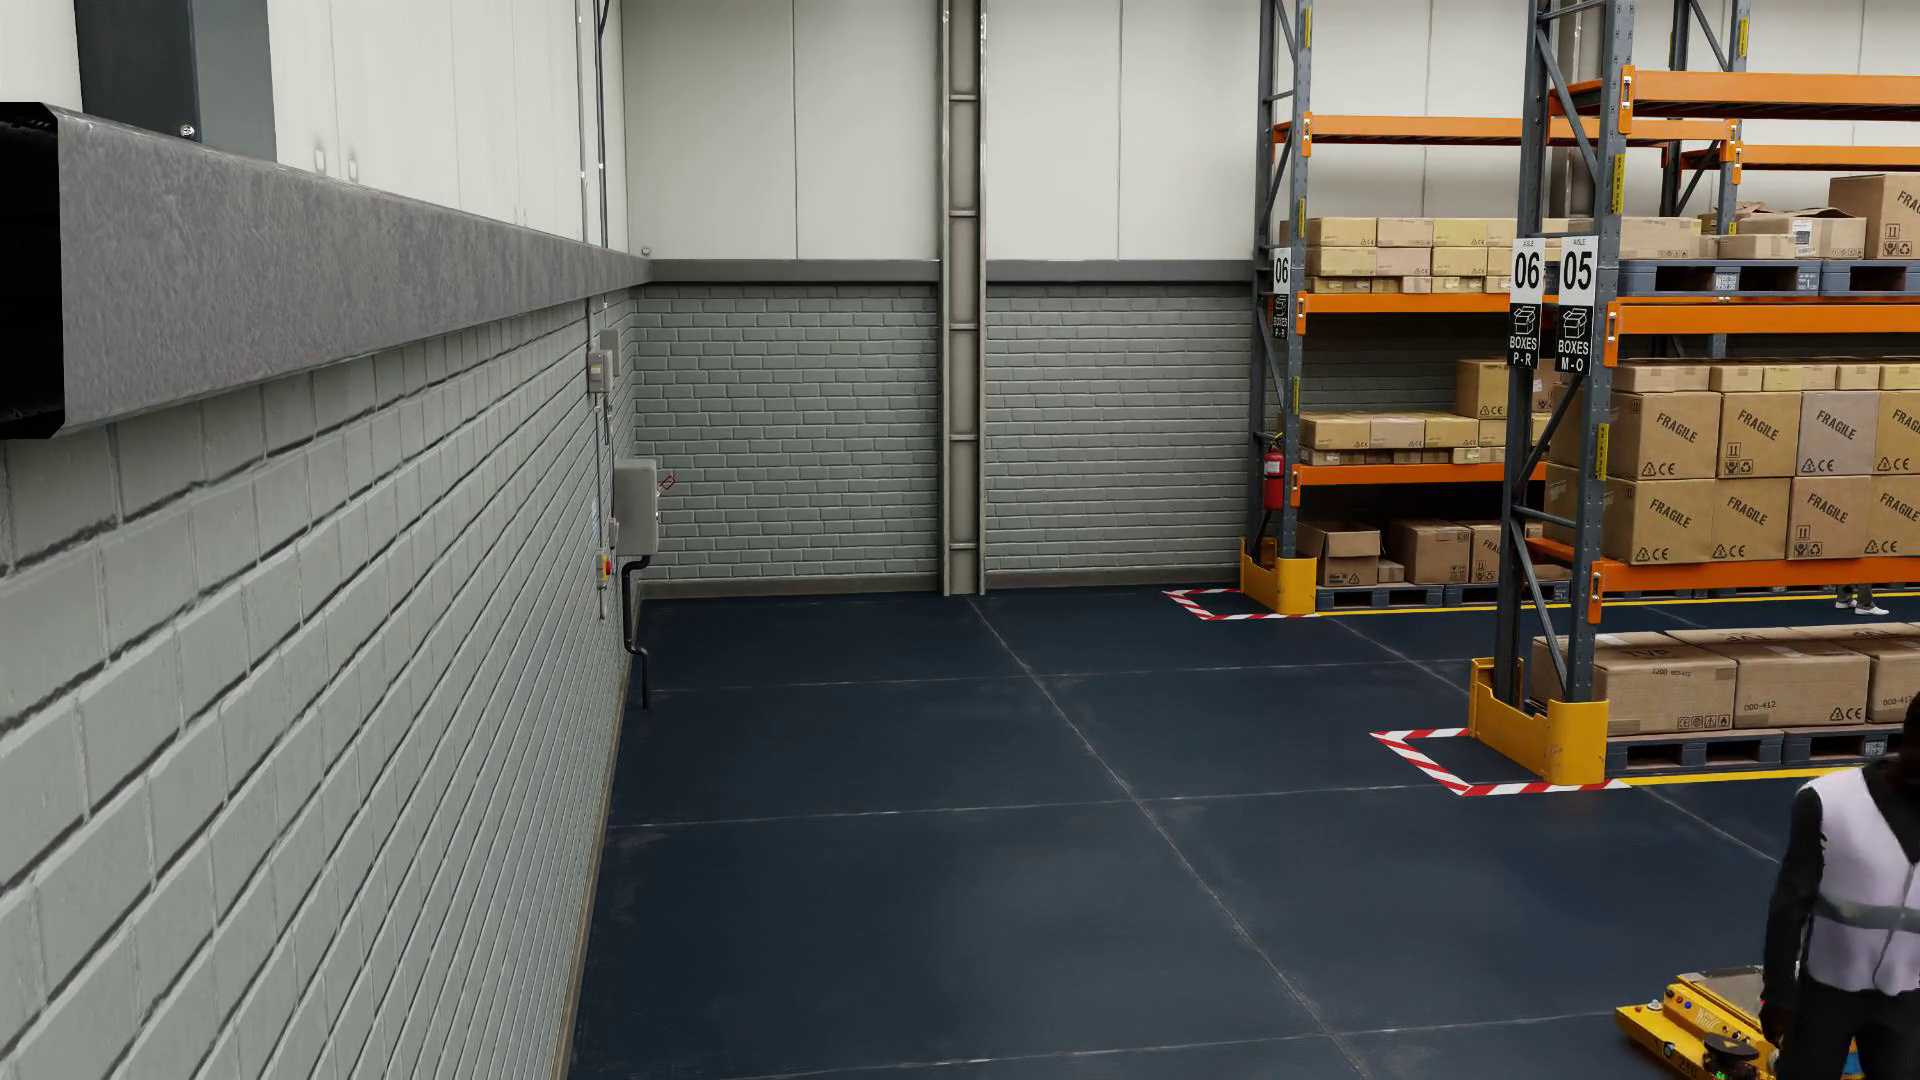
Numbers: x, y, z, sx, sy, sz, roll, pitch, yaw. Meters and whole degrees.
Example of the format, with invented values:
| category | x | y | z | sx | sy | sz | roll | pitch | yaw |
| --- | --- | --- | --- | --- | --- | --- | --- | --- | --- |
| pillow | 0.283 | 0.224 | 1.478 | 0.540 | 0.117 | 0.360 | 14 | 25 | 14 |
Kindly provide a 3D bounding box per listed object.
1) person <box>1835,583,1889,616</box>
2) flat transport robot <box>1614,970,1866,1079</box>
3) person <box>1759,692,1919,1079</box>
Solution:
| category | x | y | z | sx | sy | sz | roll | pitch | yaw |
| --- | --- | --- | --- | --- | --- | --- | --- | --- | --- |
| person | 8.032 | -0.293 | 14.685 | 0.392 | 1.921 | 0.585 | -1 | 9 | -9 |
| flat transport robot | 3.369 | 1.863 | 6.451 | 1.431 | 0.197 | 0.652 | -2 | 9 | -14 |
| person | 2.658 | 1.324 | 4.866 | 0.630 | 1.874 | 0.465 | 0 | 9 | 3 |
